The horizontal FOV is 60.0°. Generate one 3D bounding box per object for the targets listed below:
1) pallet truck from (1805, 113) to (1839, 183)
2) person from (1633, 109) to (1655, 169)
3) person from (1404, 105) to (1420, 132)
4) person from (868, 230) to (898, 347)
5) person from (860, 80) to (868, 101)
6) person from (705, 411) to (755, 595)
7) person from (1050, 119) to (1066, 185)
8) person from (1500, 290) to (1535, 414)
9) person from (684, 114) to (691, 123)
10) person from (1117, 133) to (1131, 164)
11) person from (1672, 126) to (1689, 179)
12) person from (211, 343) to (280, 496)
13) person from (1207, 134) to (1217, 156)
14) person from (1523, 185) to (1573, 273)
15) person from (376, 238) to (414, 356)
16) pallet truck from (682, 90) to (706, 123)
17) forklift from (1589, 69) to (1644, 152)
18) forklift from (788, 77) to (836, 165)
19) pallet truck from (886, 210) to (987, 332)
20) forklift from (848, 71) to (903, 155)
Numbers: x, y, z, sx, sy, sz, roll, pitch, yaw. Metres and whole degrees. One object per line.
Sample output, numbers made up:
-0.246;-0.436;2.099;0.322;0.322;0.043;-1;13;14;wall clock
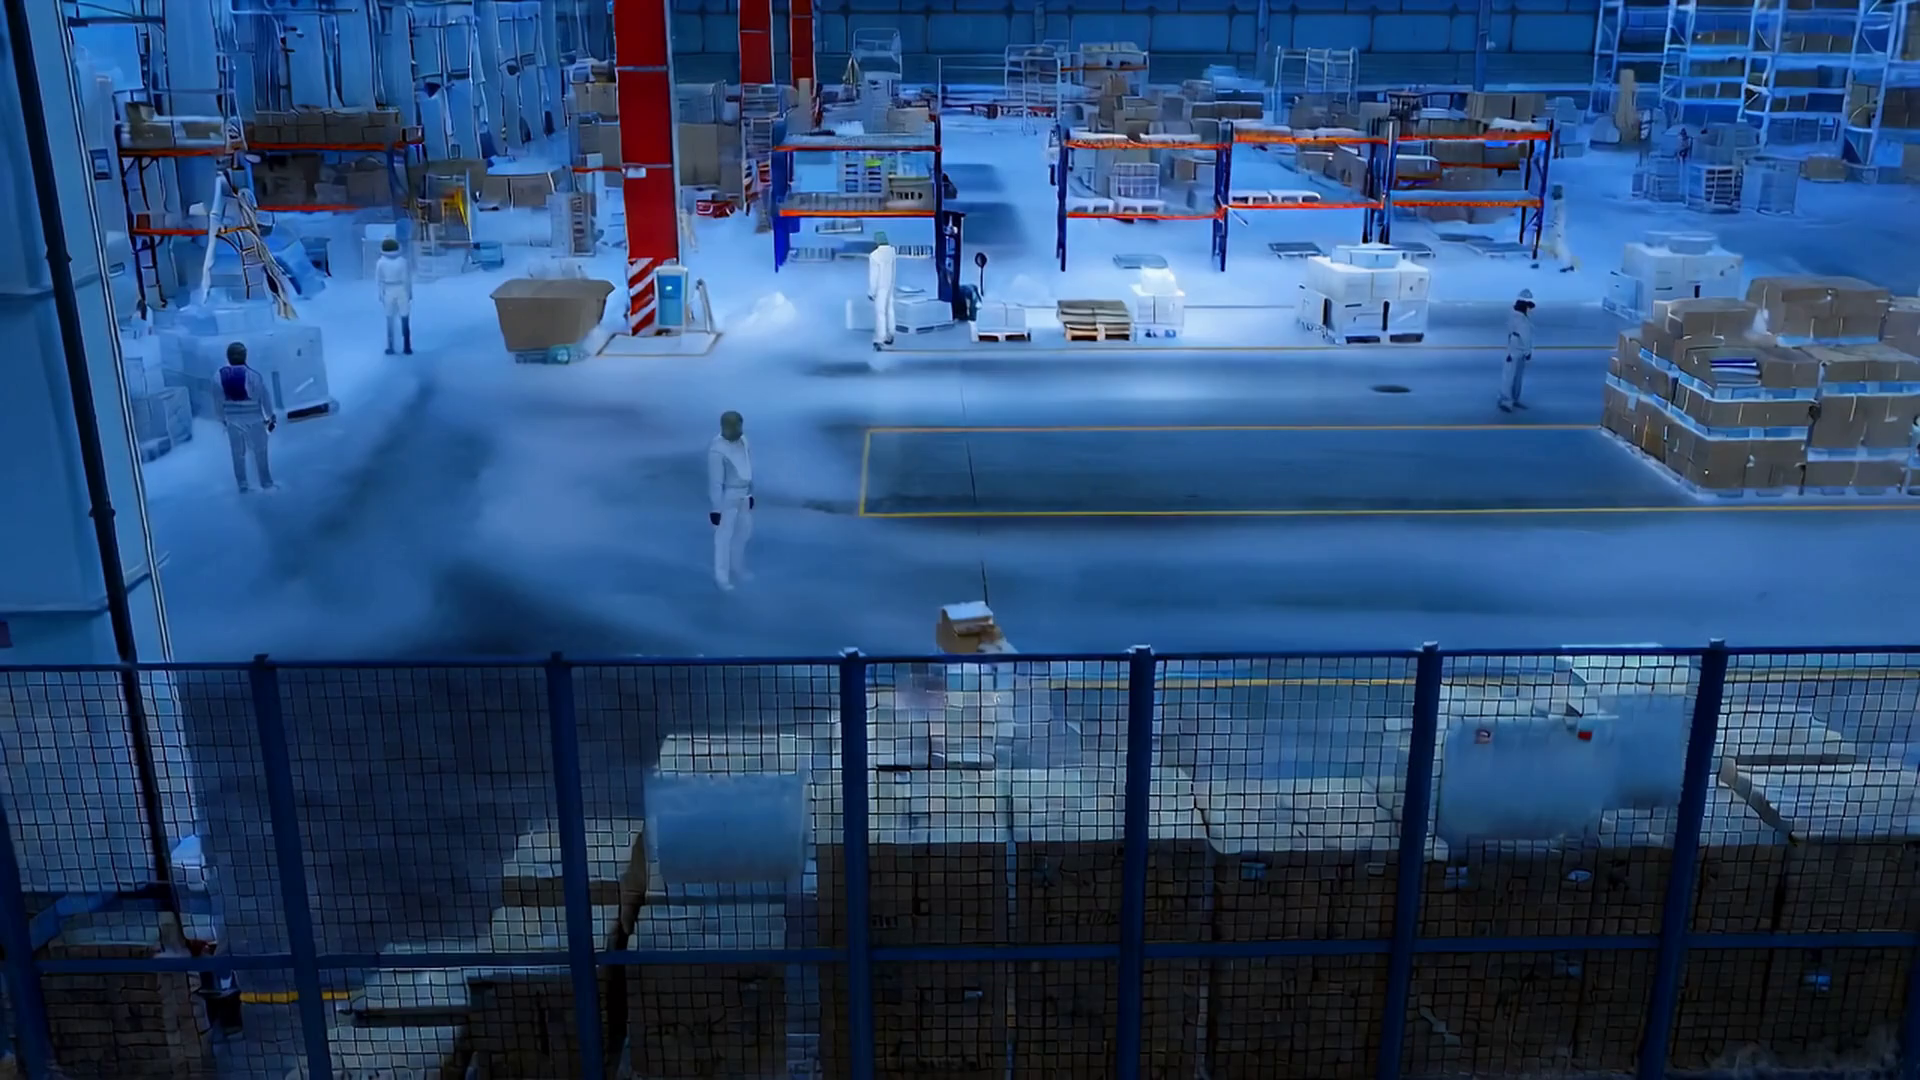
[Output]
26.403;-11.957;50.702;0.823;1.965;1.885;6;19;16;pallet truck
22.207;-12.994;53.920;0.397;1.911;0.587;-8;20;-24;person
16.271;-14.831;59.841;0.538;1.585;0.851;-4;19;-13;person
-1.301;-4.199;27.780;0.372;1.940;0.630;14;23;37;person
-4.158;-19.102;72.015;0.367;1.932;0.623;-2;19;-5;person
-2.292;-0.399;16.682;0.430;1.827;0.699;7;20;21;person
2.946;-11.594;49.717;0.549;1.936;0.376;-7;20;-19;person
7.931;-2.674;23.554;0.485;1.745;0.296;-13;22;-33;person
-8.938;-13.143;54.685;0.318;1.697;0.533;3;19;8;person
4.543;-10.150;45.464;0.789;1.910;0.630;0;19;1;person
22.198;-11.930;51.255;0.529;1.591;0.875;-6;20;-18;person
-8.448;-1.424;19.697;0.633;1.843;0.429;0;19;1;person
6.886;-10.194;45.671;0.980;1.865;0.579;6;20;17;person
12.416;-6.493;34.759;1.031;1.826;0.570;6;20;17;person
-9.192;-3.962;27.114;0.550;1.923;0.401;-3;19;-8;person
-9.671;-15.907;62.421;0.823;1.965;1.885;5;19;15;pallet truck
23.763;-15.431;59.648;1.873;2.768;1.129;9;21;25;forklift
-5.106;-13.900;55.106;1.873;2.768;1.129;-1;19;-1;forklift
-0.493;-4.759;29.349;1.885;1.965;0.823;-13;23;-34;pallet truck
-3.026;-14.993;58.349;1.129;2.768;1.873;-14;23;-37;forklift
